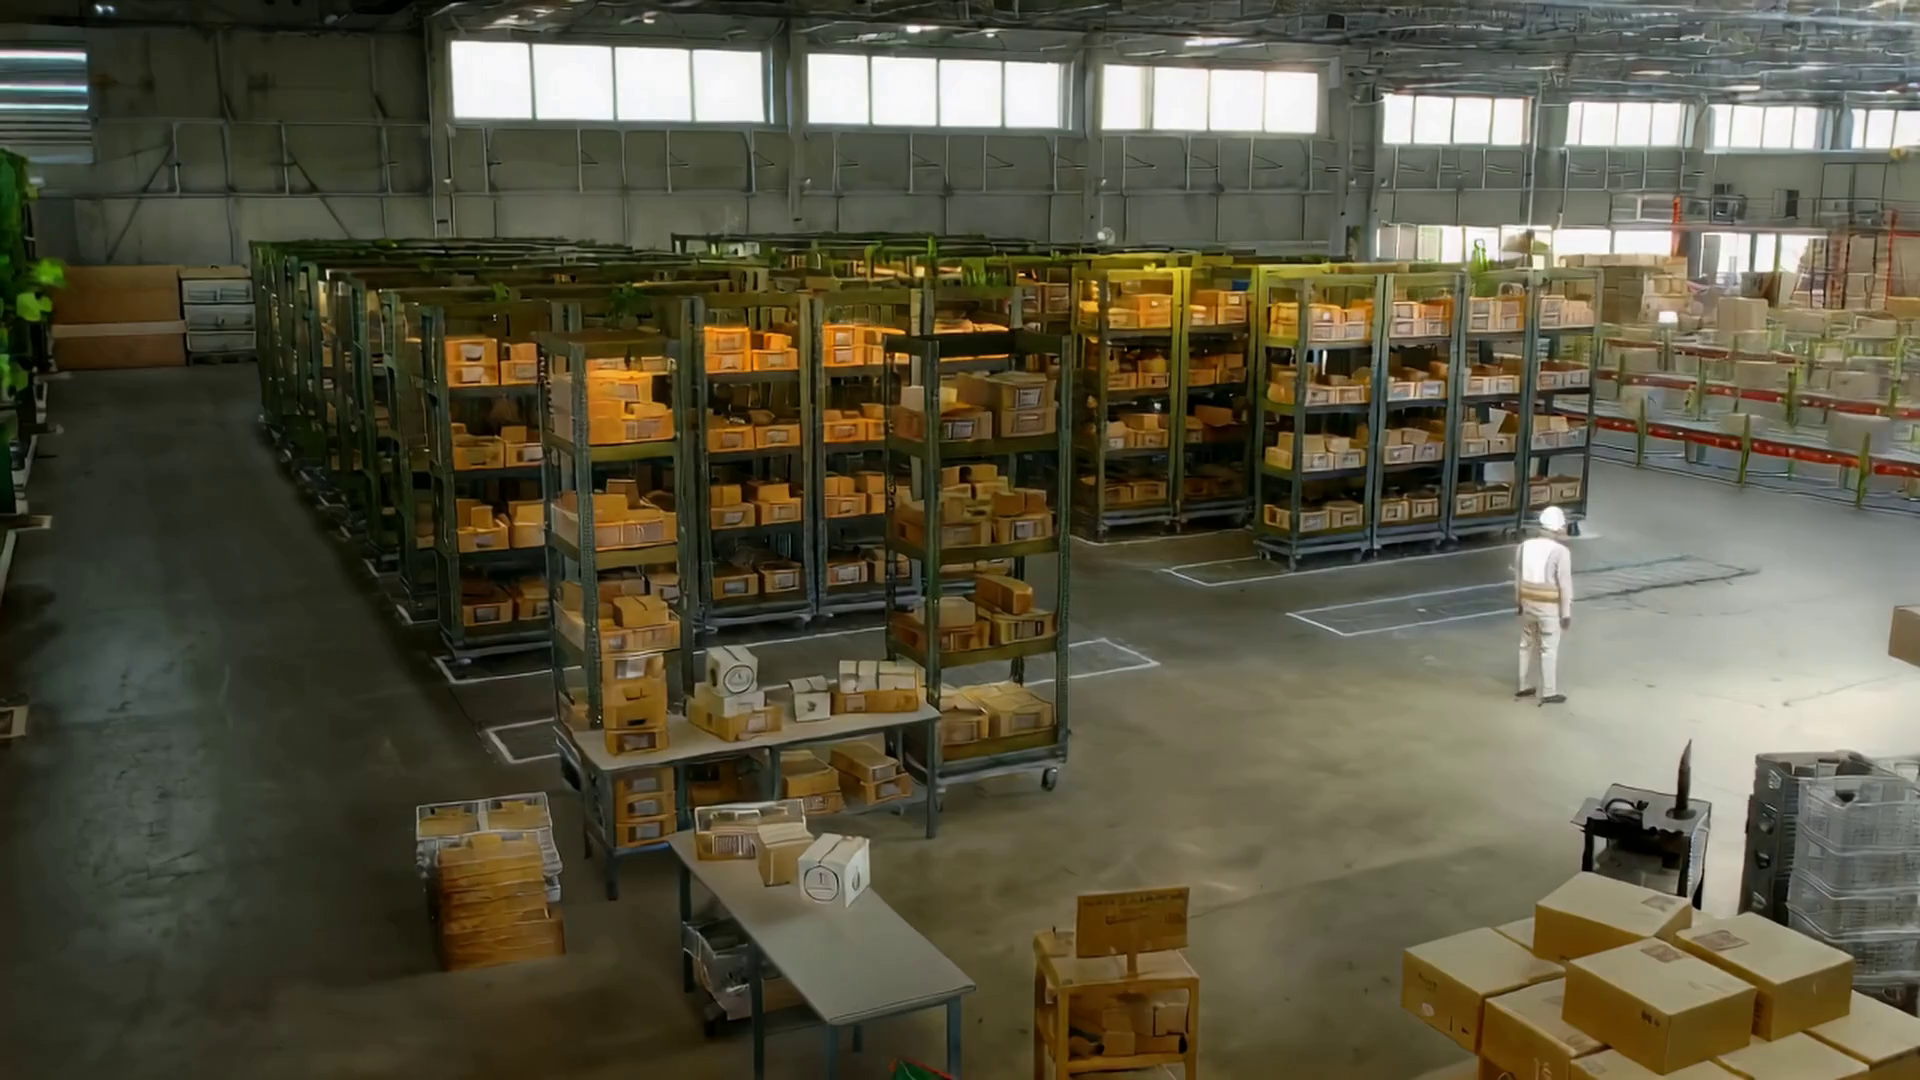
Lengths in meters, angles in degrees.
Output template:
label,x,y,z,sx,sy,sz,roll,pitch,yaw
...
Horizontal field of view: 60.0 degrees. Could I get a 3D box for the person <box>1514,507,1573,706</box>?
label,x,y,z,sx,sy,sz,roll,pitch,yaw
person,5.339,0.600,15.176,0.403,1.829,0.612,-8,14,-32

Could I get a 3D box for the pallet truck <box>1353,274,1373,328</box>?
label,x,y,z,sx,sy,sz,roll,pitch,yaw
pallet truck,13.011,-8.050,55.243,0.823,1.965,1.885,-7,14,-28

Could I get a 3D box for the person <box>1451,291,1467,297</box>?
label,x,y,z,sx,sy,sz,roll,pitch,yaw
person,14.550,-6.628,48.625,0.617,1.979,1.115,6,14,27
